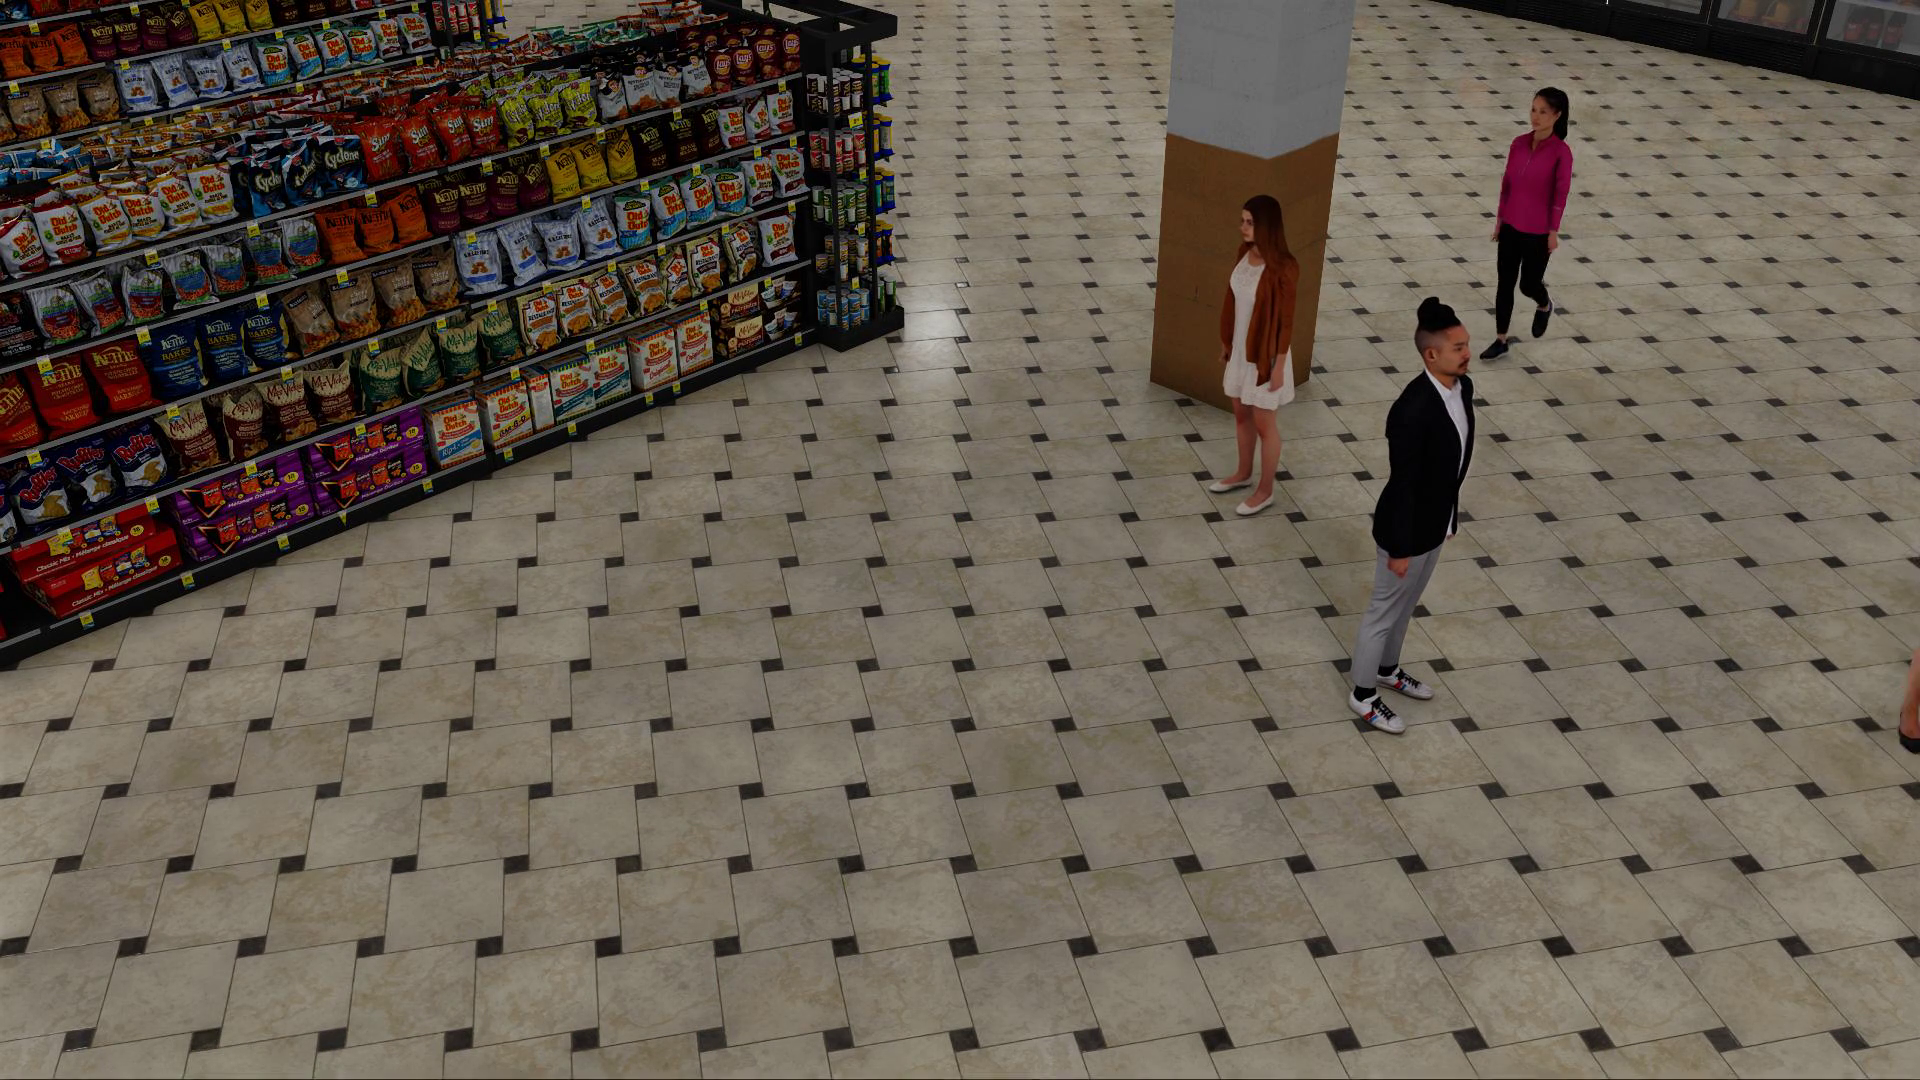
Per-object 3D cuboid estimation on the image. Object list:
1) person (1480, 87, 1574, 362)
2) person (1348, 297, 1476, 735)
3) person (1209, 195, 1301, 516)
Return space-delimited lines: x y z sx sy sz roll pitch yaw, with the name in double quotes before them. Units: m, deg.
"person" 3.493 -1.904 10.079 0.822 1.691 0.628 -24 39 -33
"person" 1.898 -0.113 6.956 0.784 1.950 0.565 23 39 32
"person" 1.547 -0.967 8.552 0.640 1.714 0.670 -17 36 -25
